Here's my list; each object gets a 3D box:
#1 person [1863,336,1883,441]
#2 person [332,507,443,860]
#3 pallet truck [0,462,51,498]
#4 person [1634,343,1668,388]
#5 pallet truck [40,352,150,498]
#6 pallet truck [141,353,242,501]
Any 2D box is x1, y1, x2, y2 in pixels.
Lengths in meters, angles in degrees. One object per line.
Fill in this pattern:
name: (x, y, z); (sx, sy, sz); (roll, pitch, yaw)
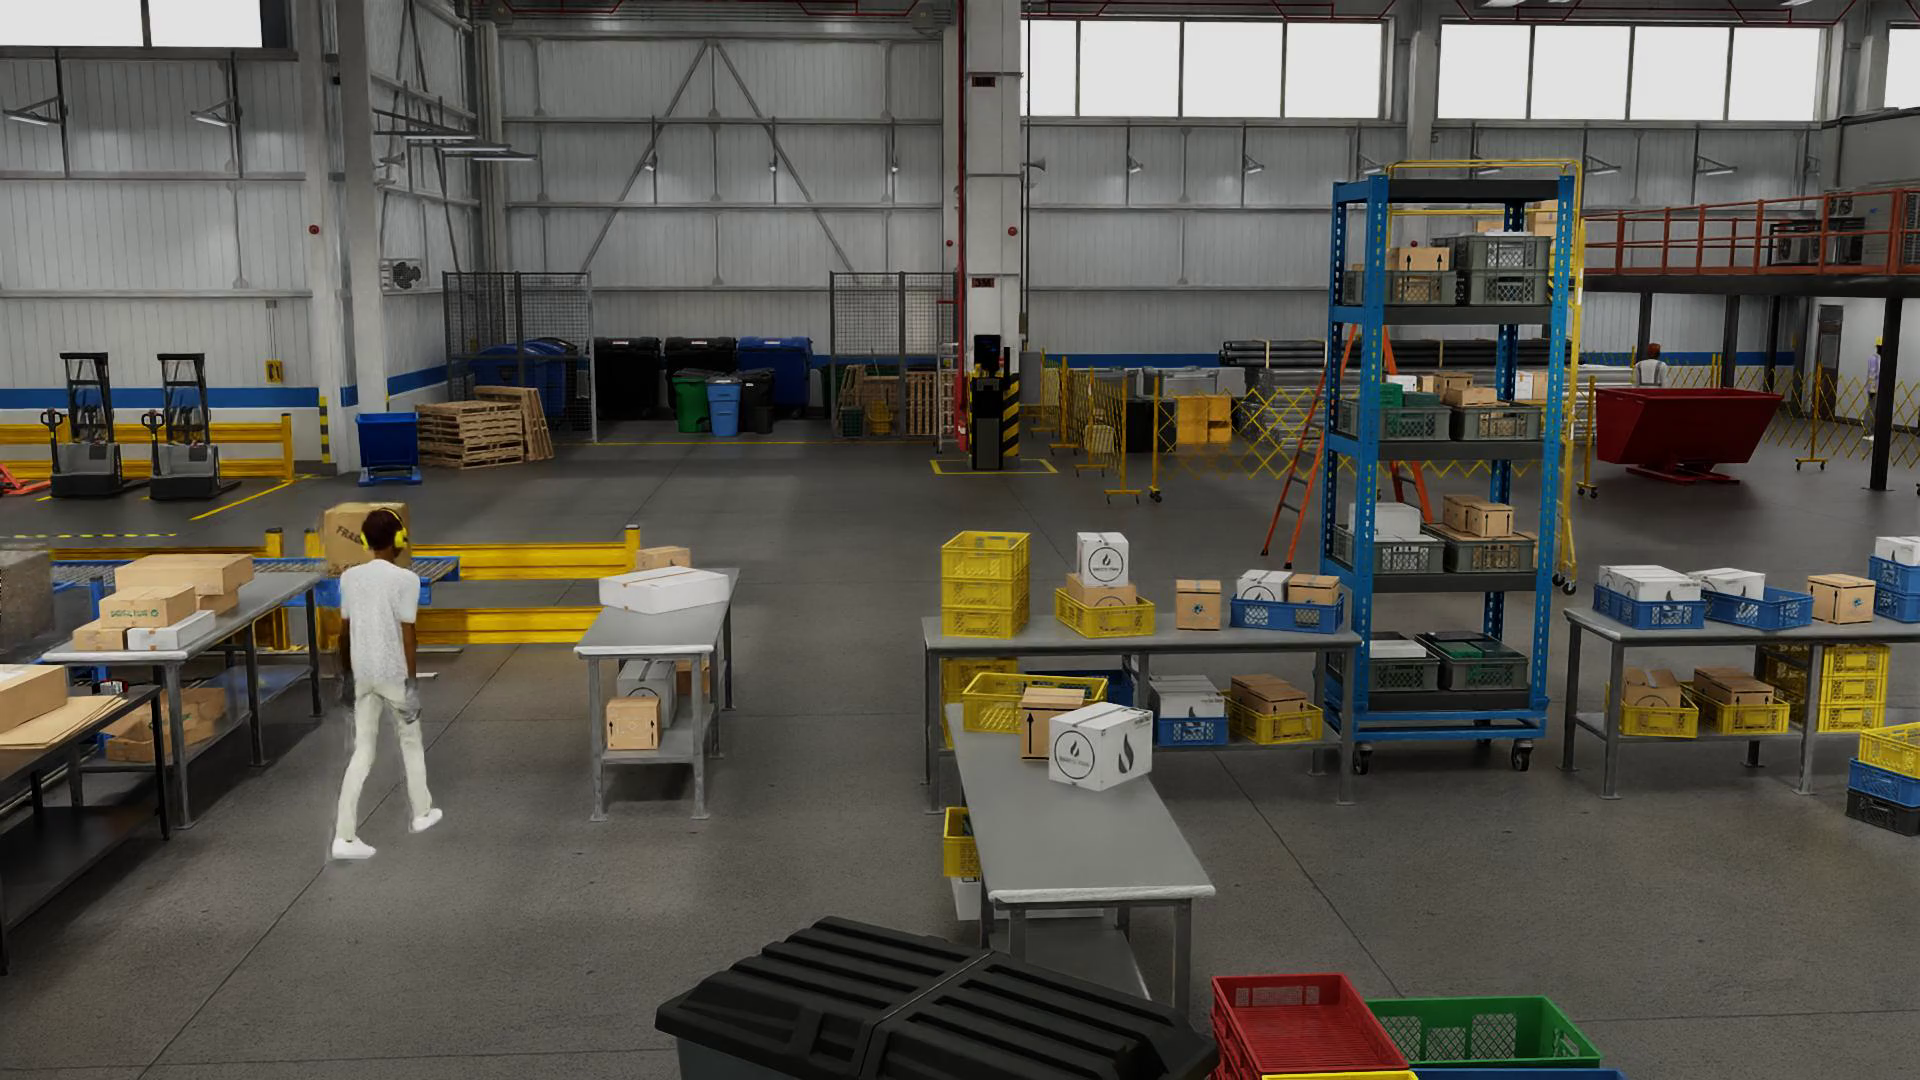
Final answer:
person: (16.842, -2.783, 30.538); (0.361, 1.930, 0.585); (9, 13, 44)
person: (-3.078, 0.749, 8.775); (0.541, 1.814, 0.916); (2, 9, 13)
pallet truck: (-13.193, -1.293, 23.148); (0.653, 1.274, 1.630); (-1, 9, -4)
person: (11.780, -2.410, 28.352); (0.354, 1.881, 0.576); (-7, 12, -39)
pallet truck: (-11.907, -1.642, 23.165); (0.823, 1.965, 1.885); (0, 9, 0)
pallet truck: (-10.520, -1.604, 22.925); (0.823, 1.965, 1.885); (-1, 9, -6)
